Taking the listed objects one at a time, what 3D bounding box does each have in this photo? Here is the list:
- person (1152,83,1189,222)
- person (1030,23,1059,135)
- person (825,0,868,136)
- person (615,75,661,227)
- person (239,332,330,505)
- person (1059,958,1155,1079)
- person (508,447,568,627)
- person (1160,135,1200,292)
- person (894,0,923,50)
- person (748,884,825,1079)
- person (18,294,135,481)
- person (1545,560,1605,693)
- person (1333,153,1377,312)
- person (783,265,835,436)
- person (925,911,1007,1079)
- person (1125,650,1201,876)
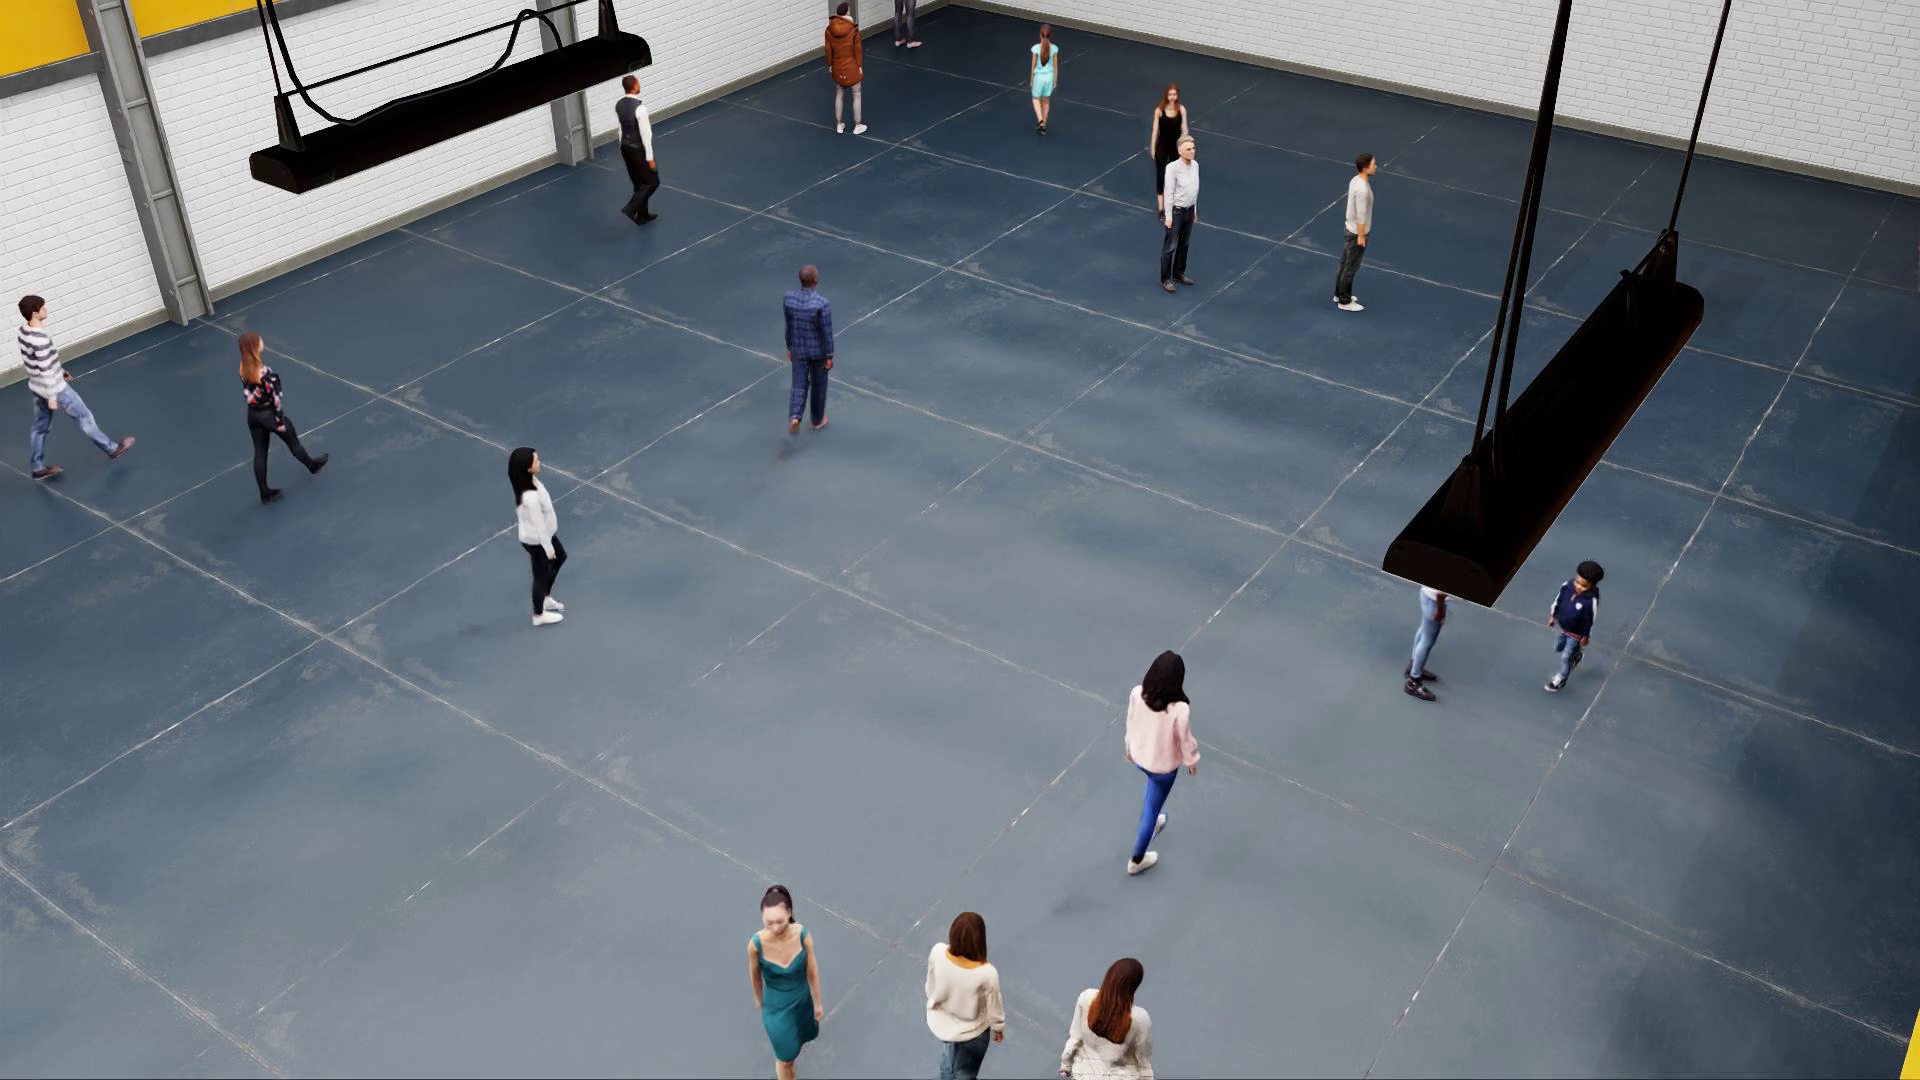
[{"bbox_3d":[2.643,-4.961,21.042,0.962,1.699,1.088,-2,34,-3],"label":"person"},{"bbox_3d":[1.185,-6.478,23.458,0.714,1.551,0.776,-4,34,-6],"label":"person"},{"bbox_3d":[-1.602,-6.651,23.457,0.798,1.839,0.813,10,35,14],"label":"person"},{"bbox_3d":[-4.056,-4.762,20.558,0.732,1.903,0.861,25,41,32],"label":"person"},{"bbox_3d":[-6.426,-1.093,15.273,0.717,1.643,1.073,14,36,20],"label":"person"},{"bbox_3d":[0.748,3.018,9.088,0.658,1.643,1.107,18,38,25],"label":"person"},{"bbox_3d":[-3.538,-0.008,13.600,0.790,1.688,0.758,-12,36,-18],"label":"person"},{"bbox_3d":[2.541,-3.796,19.179,0.609,1.820,0.770,-23,40,-31],"label":"person"},{"bbox_3d":[-0.897,-8.885,26.830,0.691,1.826,0.594,19,38,26],"label":"person"},{"bbox_3d":[-0.991,2.628,9.660,0.949,1.661,0.976,-7,34,-11],"label":"person"},{"bbox_3d":[-8.617,-1.376,15.559,0.726,1.797,1.182,25,41,32],"label":"person"},{"bbox_3d":[4.841,0.643,13.046,0.752,1.217,0.671,-13,36,-19],"label":"person"},{"bbox_3d":[4.444,-3.482,18.716,0.799,1.811,0.682,2,34,3],"label":"person"},{"bbox_3d":[-1.505,-1.818,16.211,0.839,1.811,0.994,10,35,14],"label":"person"},{"bbox_3d":[-0.043,2.789,9.408,0.654,1.670,0.602,18,38,25],"label":"person"},{"bbox_3d":[1.262,1.550,11.204,0.876,1.747,0.765,-26,41,-33],"label":"person"}]
